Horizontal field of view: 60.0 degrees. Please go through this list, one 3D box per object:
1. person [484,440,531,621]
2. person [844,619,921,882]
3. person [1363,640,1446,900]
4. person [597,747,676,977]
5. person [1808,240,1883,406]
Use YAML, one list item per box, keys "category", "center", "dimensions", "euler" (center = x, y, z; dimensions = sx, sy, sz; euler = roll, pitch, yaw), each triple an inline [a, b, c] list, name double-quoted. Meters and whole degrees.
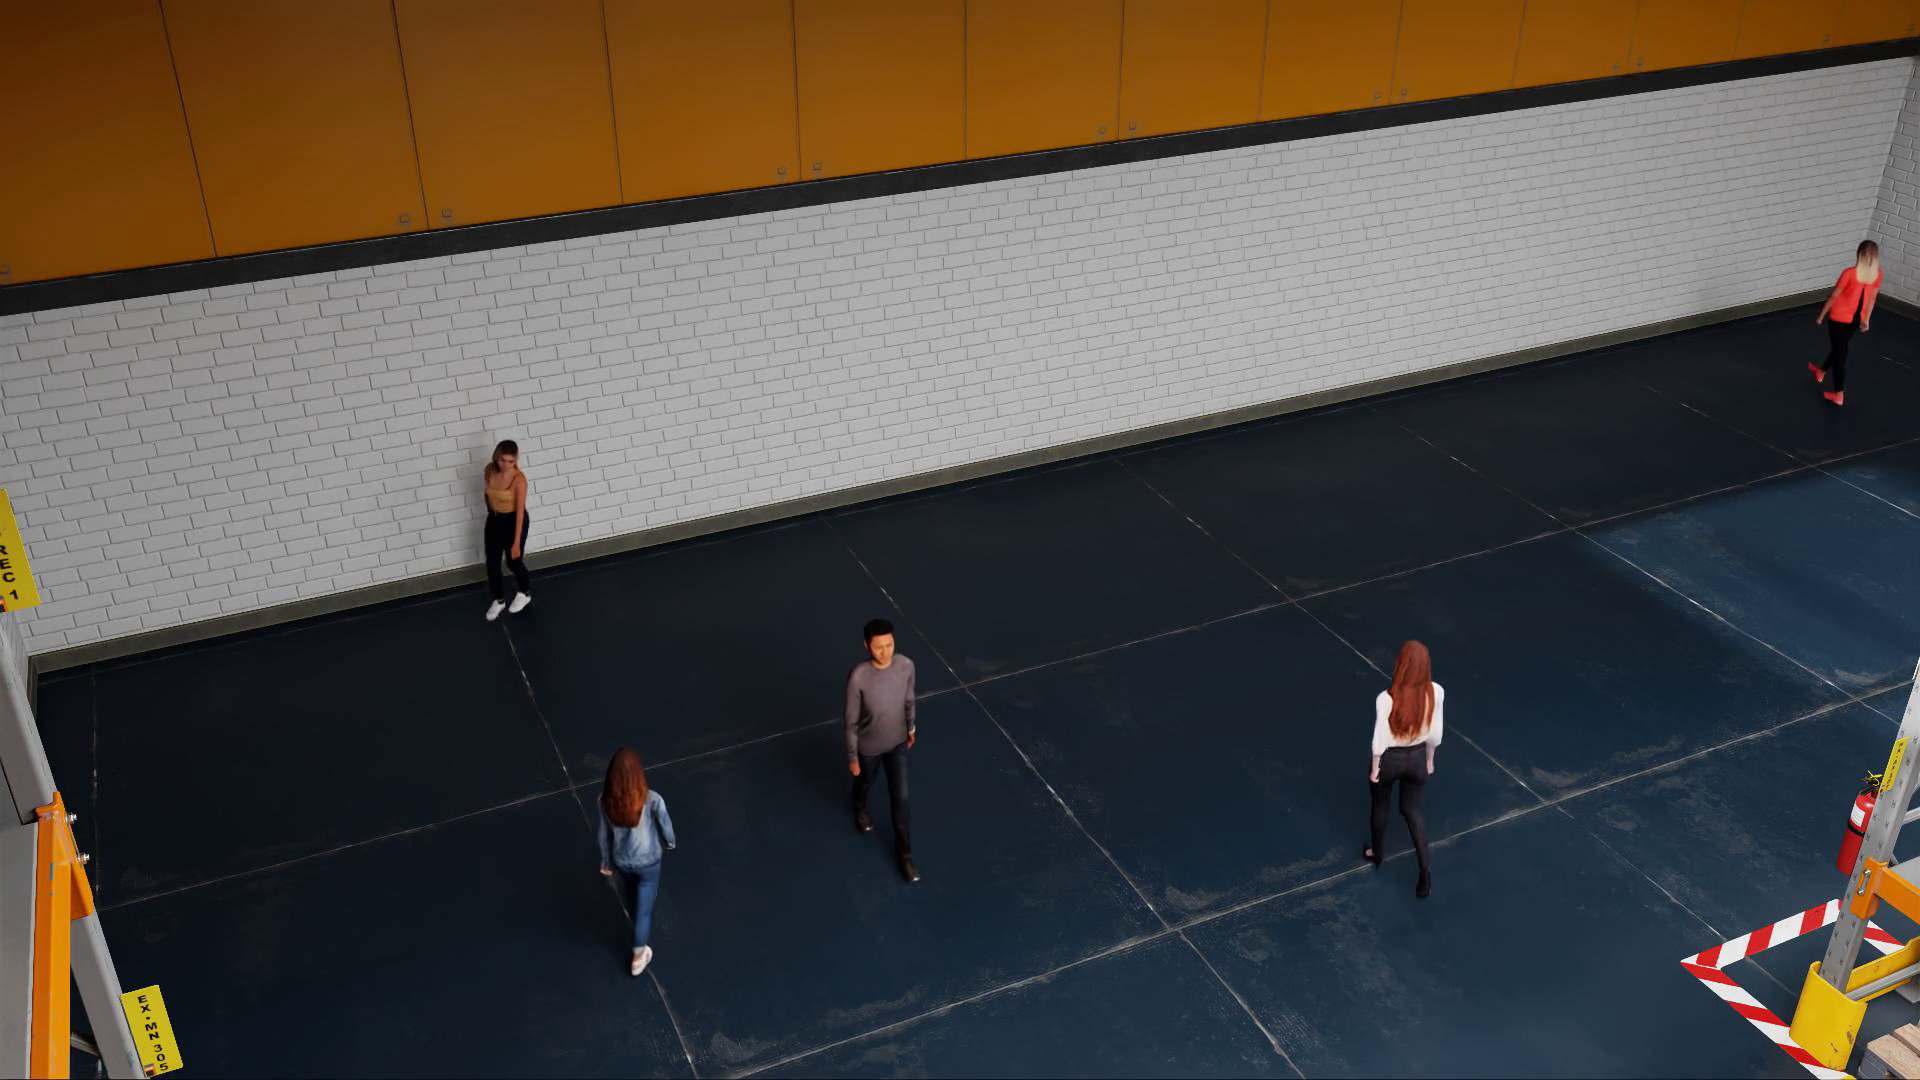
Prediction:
- category: "person"
  center: [-3.574, -0.106, 13.212]
  dimensions: [0.818, 1.583, 0.881]
  euler: [19, 34, 30]
- category: "person"
  center: [-0.538, 1.240, 10.595]
  dimensions: [0.676, 1.726, 1.117]
  euler: [-12, 31, -21]
- category: "person"
  center: [2.739, 1.439, 10.210]
  dimensions: [0.762, 1.746, 1.041]
  euler: [-6, 29, -10]
- category: "person"
  center: [-1.902, 1.902, 9.666]
  dimensions: [0.854, 1.455, 0.979]
  euler: [5, 29, 9]
- category: "person"
  center: [9.093, -2.192, 16.951]
  dimensions: [0.730, 1.665, 1.051]
  euler: [-6, 29, -12]
